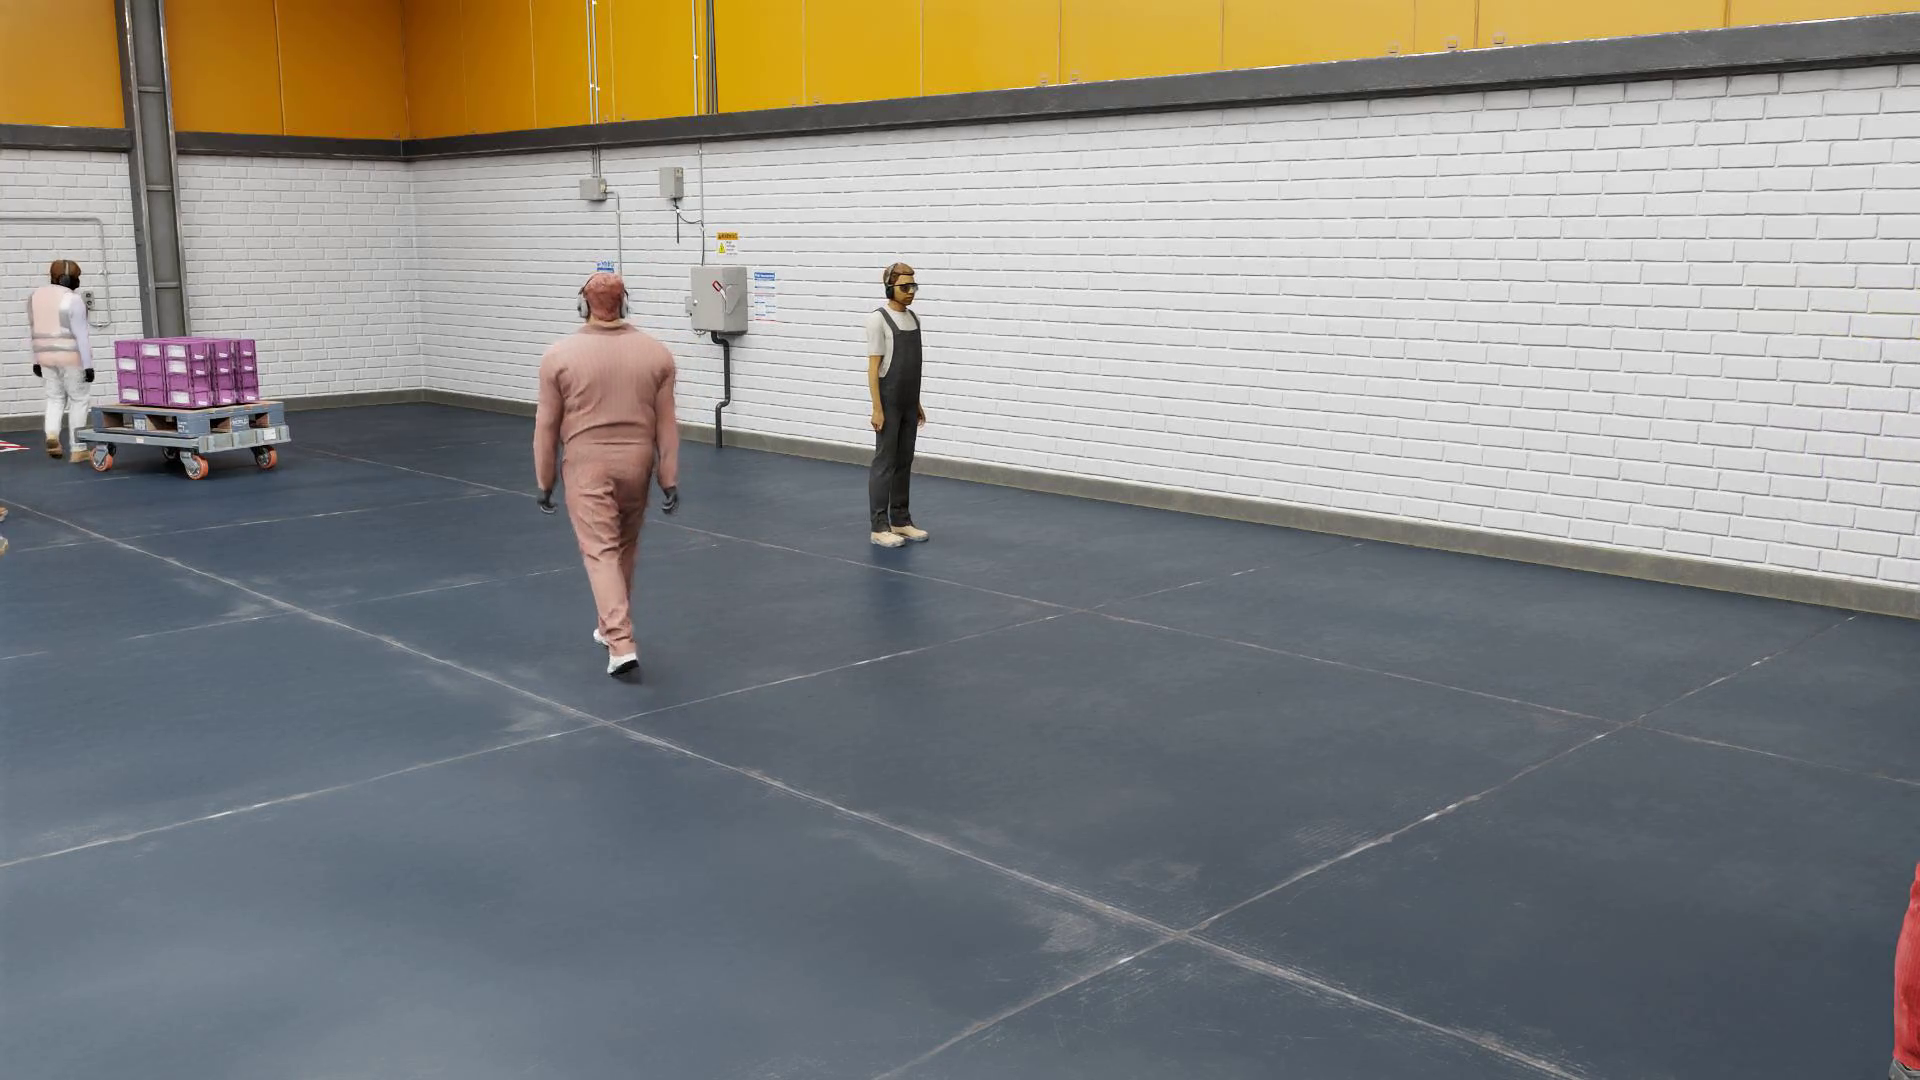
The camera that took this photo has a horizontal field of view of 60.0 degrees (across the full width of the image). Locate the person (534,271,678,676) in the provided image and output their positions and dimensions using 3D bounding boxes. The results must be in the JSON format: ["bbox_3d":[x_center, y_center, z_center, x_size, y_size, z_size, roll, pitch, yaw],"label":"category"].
[{"bbox_3d":[-1.654,-0.323,7.808,0.654,1.866,0.971,-6,12,-28],"label":"person"}]

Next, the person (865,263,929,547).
[{"bbox_3d":[-0.410,-0.883,10.894,0.329,1.844,0.515,7,12,33],"label":"person"}]

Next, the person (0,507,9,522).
[{"bbox_3d":[-7.018,-1.085,11.737,0.379,1.940,0.629,-4,11,-21],"label":"person"}]

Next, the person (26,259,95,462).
[{"bbox_3d":[-8.011,-1.584,14.792,0.701,1.818,0.513,1,10,7],"label":"person"}]

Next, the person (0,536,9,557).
[{"bbox_3d":[-6.214,-0.700,9.666,0.634,1.924,1.045,6,12,30],"label":"person"}]
